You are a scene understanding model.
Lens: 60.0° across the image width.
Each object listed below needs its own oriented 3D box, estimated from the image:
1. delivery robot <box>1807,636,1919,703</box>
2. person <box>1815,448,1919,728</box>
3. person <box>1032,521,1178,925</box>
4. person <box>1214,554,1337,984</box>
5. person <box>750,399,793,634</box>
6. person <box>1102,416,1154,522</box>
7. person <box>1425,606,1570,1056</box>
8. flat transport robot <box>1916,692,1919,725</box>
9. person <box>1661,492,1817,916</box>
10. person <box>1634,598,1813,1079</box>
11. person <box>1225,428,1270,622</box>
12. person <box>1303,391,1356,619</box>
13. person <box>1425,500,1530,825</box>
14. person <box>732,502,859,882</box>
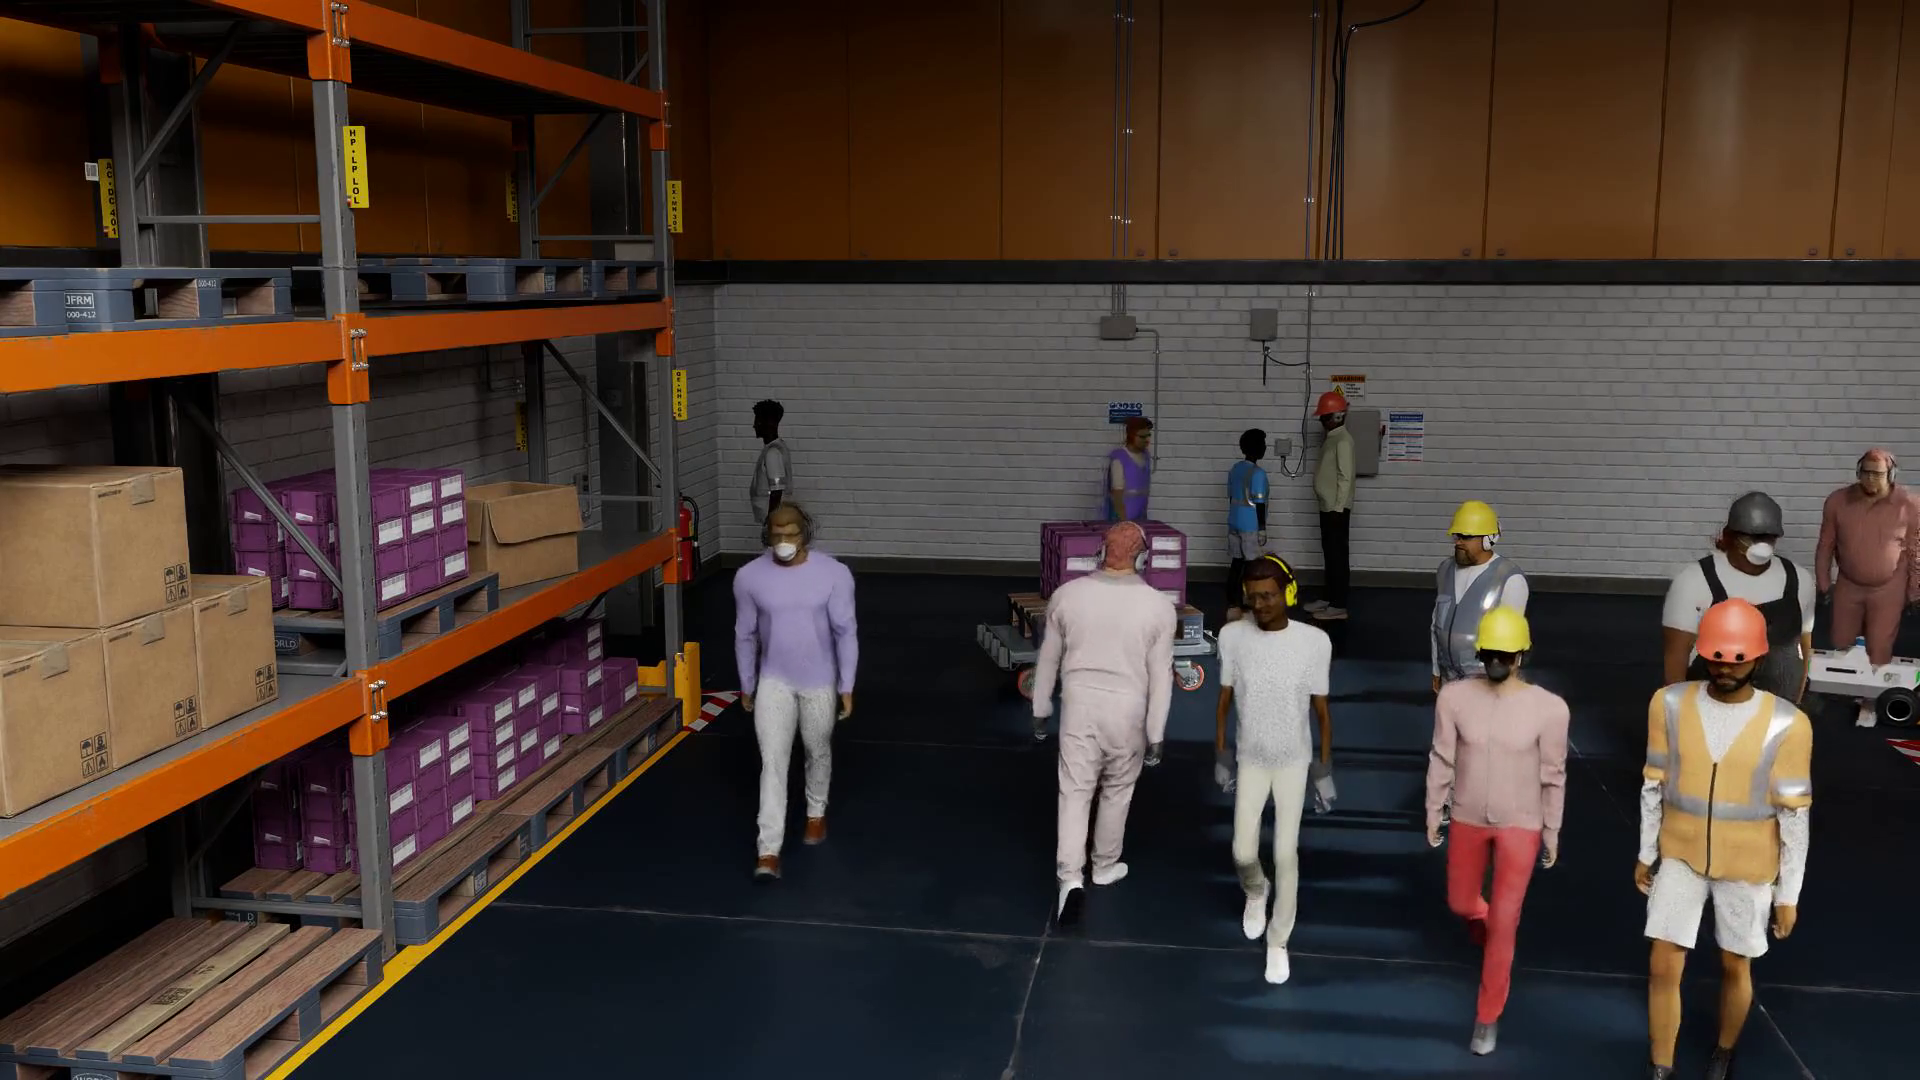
[{"bbox_3d":[6.110,0.893,11.273,0.707,0.478,0.477,5,10,28],"label":"delivery robot"},{"bbox_3d":[6.155,0.291,11.228,0.663,1.877,0.670,8,12,41],"label":"person"},{"bbox_3d":[0.661,0.847,7.861,0.694,1.864,0.916,3,10,18],"label":"person"},{"bbox_3d":[1.374,0.961,7.194,0.540,1.850,0.477,3,10,16],"label":"person"},{"bbox_3d":[-1.578,-0.198,13.945,0.367,1.966,0.603,-1,9,-5],"label":"person"},{"bbox_3d":[1.445,-0.151,14.114,0.461,1.817,0.612,7,11,37],"label":"person"},{"bbox_3d":[2.147,1.097,6.647,0.531,1.745,0.706,5,11,30],"label":"person"},{"bbox_3d":[7.017,1.169,10.727,0.652,0.197,1.431,-8,12,-41],"label":"flat transport robot"},{"bbox_3d":[3.747,0.731,7.991,0.701,2.000,1.036,2,9,10],"label":"person"},{"bbox_3d":[2.621,1.151,5.802,0.573,1.903,0.819,7,11,35],"label":"person"},{"bbox_3d":[2.468,-0.107,14.211,0.317,1.695,0.540,-3,10,-18],"label":"person"},{"bbox_3d":[3.251,-0.305,14.534,0.384,1.991,0.609,0,9,0],"label":"person"},{"bbox_3d":[2.750,0.690,8.931,0.405,1.824,0.585,-6,11,-32],"label":"person"},{"bbox_3d":[-0.835,0.738,8.457,0.646,1.874,1.077,0,9,-1],"label":"person"}]
